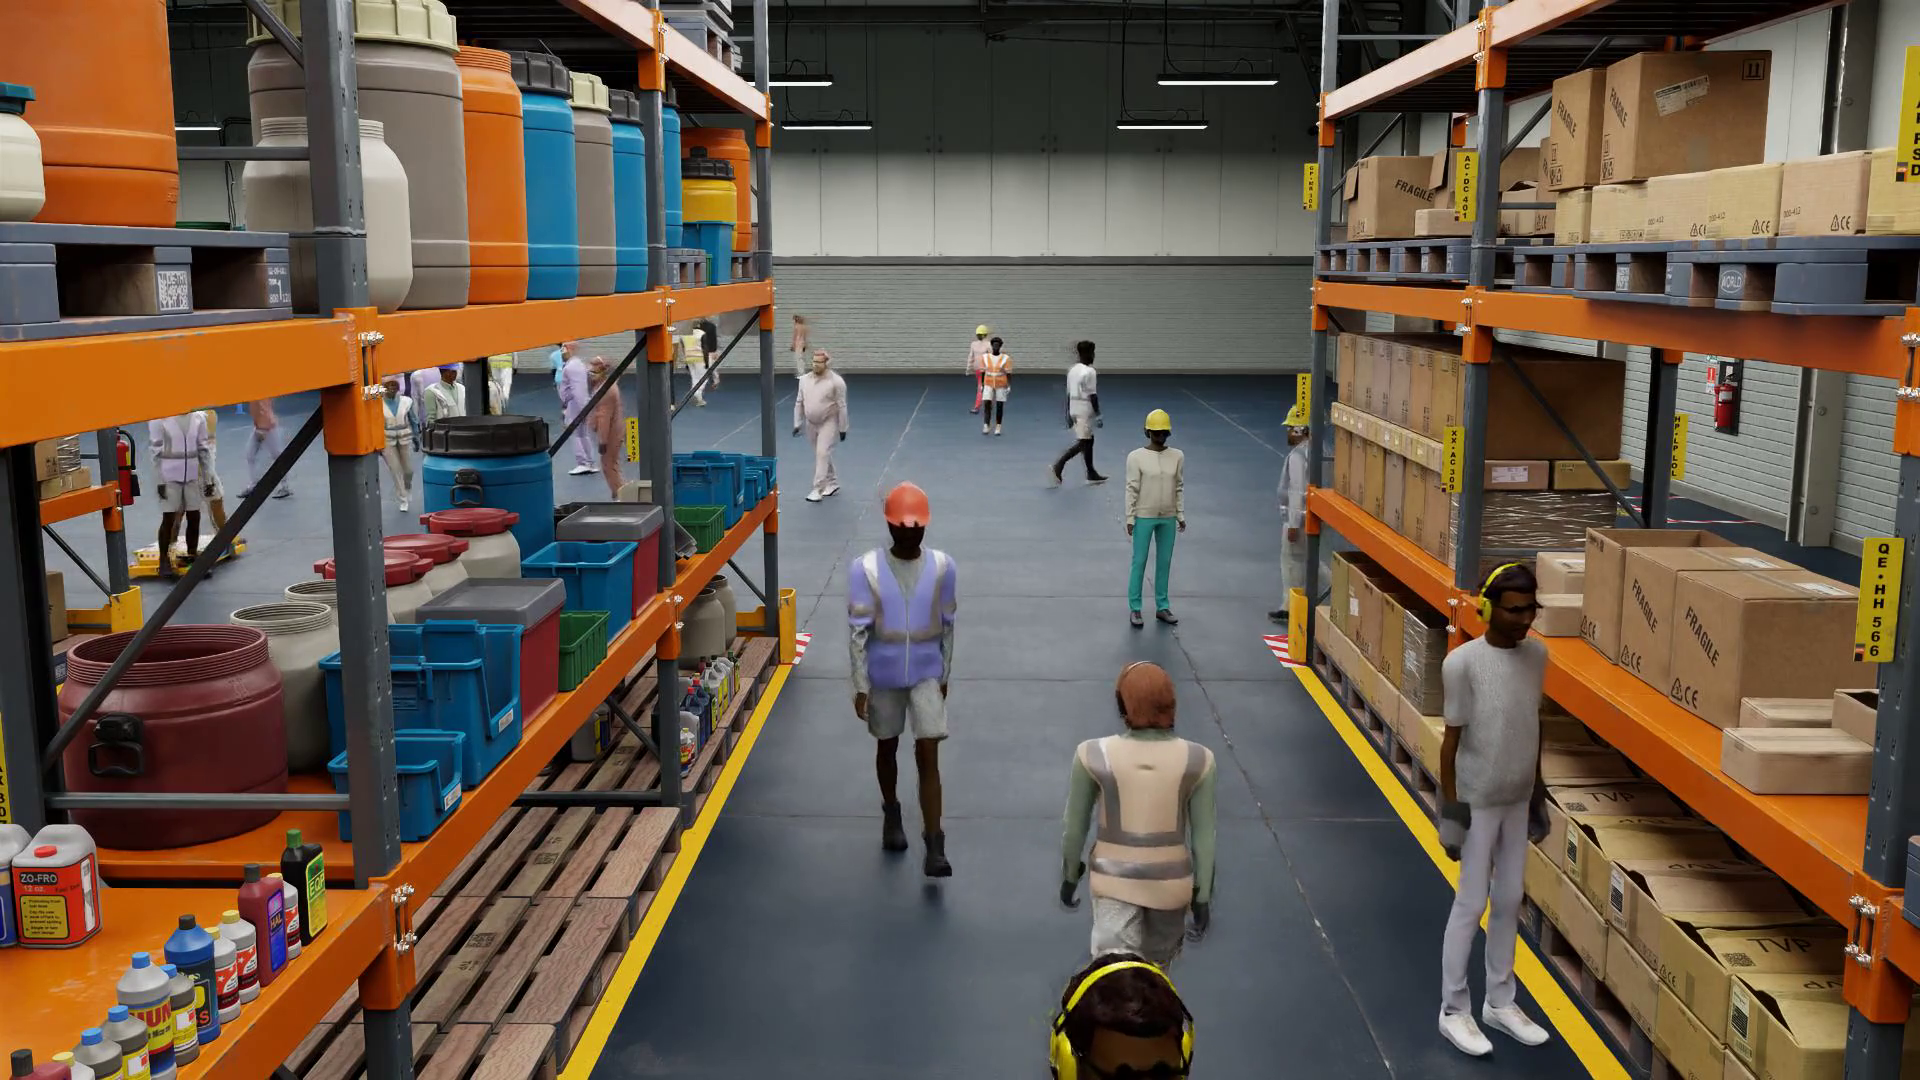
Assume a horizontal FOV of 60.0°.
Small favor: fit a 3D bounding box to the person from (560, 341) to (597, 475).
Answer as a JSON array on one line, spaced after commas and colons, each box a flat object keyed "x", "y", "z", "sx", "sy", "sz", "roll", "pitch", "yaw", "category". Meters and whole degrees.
[{"x": -5.319, "y": -1.836, "z": 23.167, "sx": 0.519, "sy": 1.867, "sz": 0.666, "roll": 0, "pitch": 9, "yaw": 0, "category": "person"}]

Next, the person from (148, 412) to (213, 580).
[{"x": -7.243, "y": -0.580, "z": 15.506, "sx": 0.497, "sy": 1.908, "sz": 0.576, "roll": 6, "pitch": 11, "yaw": 33, "category": "person"}]

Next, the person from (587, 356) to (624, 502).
[{"x": -4.131, "y": -1.226, "z": 19.501, "sx": 0.461, "sy": 1.870, "sz": 0.676, "roll": -2, "pitch": 10, "yaw": -12, "category": "person"}]

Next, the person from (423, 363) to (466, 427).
[{"x": -5.695, "y": -1.110, "z": 18.574, "sx": 0.395, "sy": 1.945, "sz": 0.614, "roll": 5, "pitch": 11, "yaw": 27, "category": "person"}]

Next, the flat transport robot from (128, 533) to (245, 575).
[{"x": -7.578, "y": 0.127, "z": 16.300, "sx": 0.652, "sy": 0.197, "sz": 1.431, "roll": -1, "pitch": 9, "yaw": -5, "category": "flat transport robot"}]

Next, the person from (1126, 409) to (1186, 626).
[{"x": 1.604, "y": -0.185, "z": 13.575, "sx": 0.534, "sy": 1.767, "sz": 0.319, "roll": -4, "pitch": 10, "yaw": -20, "category": "person"}]

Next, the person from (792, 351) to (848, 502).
[{"x": -1.733, "y": -1.441, "z": 20.831, "sx": 0.635, "sy": 1.864, "sz": 1.000, "roll": 5, "pitch": 11, "yaw": 27, "category": "person"}]

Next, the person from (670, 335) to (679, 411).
[{"x": -5.993, "y": -3.590, "z": 33.278, "sx": 0.688, "sy": 2.000, "sz": 0.536, "roll": 2, "pitch": 10, "yaw": 13, "category": "person"}]

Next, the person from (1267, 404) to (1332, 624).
[{"x": 2.859, "y": -0.201, "z": 13.544, "sx": 0.612, "sy": 1.814, "sz": 0.591, "roll": 6, "pitch": 11, "yaw": 32, "category": "person"}]

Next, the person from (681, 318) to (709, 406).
[{"x": -5.470, "y": -3.680, "z": 34.385, "sx": 0.683, "sy": 1.802, "sz": 0.492, "roll": 4, "pitch": 10, "yaw": 23, "category": "person"}]

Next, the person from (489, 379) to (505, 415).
[{"x": -5.614, "y": -1.332, "z": 20.334, "sx": 0.786, "sy": 1.810, "sz": 0.556, "roll": -6, "pitch": 11, "yaw": -32, "category": "person"}]

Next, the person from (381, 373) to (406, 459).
[{"x": -8.565, "y": -2.243, "z": 25.073, "sx": 0.373, "sy": 2.044, "sz": 0.606, "roll": 0, "pitch": 9, "yaw": -3, "category": "person"}]

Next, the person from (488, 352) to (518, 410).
[{"x": -9.141, "y": -3.465, "z": 33.120, "sx": 0.643, "sy": 1.815, "sz": 0.807, "roll": -1, "pitch": 10, "yaw": -8, "category": "person"}]

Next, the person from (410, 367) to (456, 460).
[{"x": -6.879, "y": -1.621, "z": 21.816, "sx": 0.600, "sy": 1.883, "sz": 0.915, "roll": -3, "pitch": 10, "yaw": -18, "category": "person"}]

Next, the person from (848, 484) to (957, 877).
[{"x": -0.262, "y": 0.671, "z": 8.064, "sx": 0.550, "sy": 1.884, "sz": 0.988, "roll": -2, "pitch": 10, "yaw": -9, "category": "person"}]

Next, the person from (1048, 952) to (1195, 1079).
[{"x": 0.231, "y": 1.562, "z": 2.873, "sx": 0.520, "sy": 1.844, "sz": 0.841, "roll": -1, "pitch": 10, "yaw": -6, "category": "person"}]

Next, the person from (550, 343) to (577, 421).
[{"x": -7.046, "y": -2.831, "z": 29.683, "sx": 0.591, "sy": 1.666, "sz": 0.512, "roll": 3, "pitch": 10, "yaw": 15, "category": "person"}]

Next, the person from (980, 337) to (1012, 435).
[{"x": 0.595, "y": -2.608, "z": 28.322, "sx": 0.553, "sy": 1.672, "sz": 0.686, "roll": 1, "pitch": 10, "yaw": 8, "category": "person"}]

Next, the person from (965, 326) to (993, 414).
[{"x": 0.429, "y": -3.364, "z": 32.774, "sx": 0.527, "sy": 1.722, "sz": 0.925, "roll": 8, "pitch": 12, "yaw": 38, "category": "person"}]

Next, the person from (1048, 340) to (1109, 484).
[{"x": 1.575, "y": -1.695, "z": 22.123, "sx": 0.858, "sy": 1.943, "sz": 0.624, "roll": -3, "pitch": 10, "yaw": -20, "category": "person"}]

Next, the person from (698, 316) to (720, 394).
[{"x": -5.730, "y": -4.293, "z": 37.555, "sx": 0.633, "sy": 1.977, "sz": 0.723, "roll": 2, "pitch": 10, "yaw": 14, "category": "person"}]

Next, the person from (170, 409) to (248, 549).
[{"x": -7.597, "y": -0.736, "z": 16.550, "sx": 0.564, "sy": 1.880, "sz": 1.008, "roll": 3, "pitch": 10, "yaw": 15, "category": "person"}]

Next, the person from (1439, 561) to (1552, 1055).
[{"x": 2.026, "y": 0.997, "z": 6.243, "sx": 0.519, "sy": 1.855, "sz": 0.358, "roll": -5, "pitch": 11, "yaw": -27, "category": "person"}]

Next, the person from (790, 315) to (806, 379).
[{"x": -4.157, "y": -4.892, "z": 42.215, "sx": 0.581, "sy": 1.619, "sz": 0.518, "roll": 2, "pitch": 10, "yaw": 14, "category": "person"}]

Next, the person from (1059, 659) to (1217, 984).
[{"x": 0.621, "y": 1.216, "z": 5.671, "sx": 0.516, "sy": 1.603, "sz": 0.828, "roll": -1, "pitch": 9, "yaw": -3, "category": "person"}]

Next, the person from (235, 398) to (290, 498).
[{"x": -8.748, "y": -1.368, "z": 20.733, "sx": 0.553, "sy": 1.722, "sz": 0.732, "roll": 9, "pitch": 13, "yaw": 42, "category": "person"}]

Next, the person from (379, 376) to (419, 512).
[{"x": -6.742, "y": -1.163, "z": 19.883, "sx": 0.522, "sy": 1.617, "sz": 0.488, "roll": -4, "pitch": 10, "yaw": -24, "category": "person"}]

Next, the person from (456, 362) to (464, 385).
[{"x": -10.181, "y": -3.691, "z": 34.102, "sx": 0.662, "sy": 1.921, "sz": 0.485, "roll": -2, "pitch": 10, "yaw": -13, "category": "person"}]
